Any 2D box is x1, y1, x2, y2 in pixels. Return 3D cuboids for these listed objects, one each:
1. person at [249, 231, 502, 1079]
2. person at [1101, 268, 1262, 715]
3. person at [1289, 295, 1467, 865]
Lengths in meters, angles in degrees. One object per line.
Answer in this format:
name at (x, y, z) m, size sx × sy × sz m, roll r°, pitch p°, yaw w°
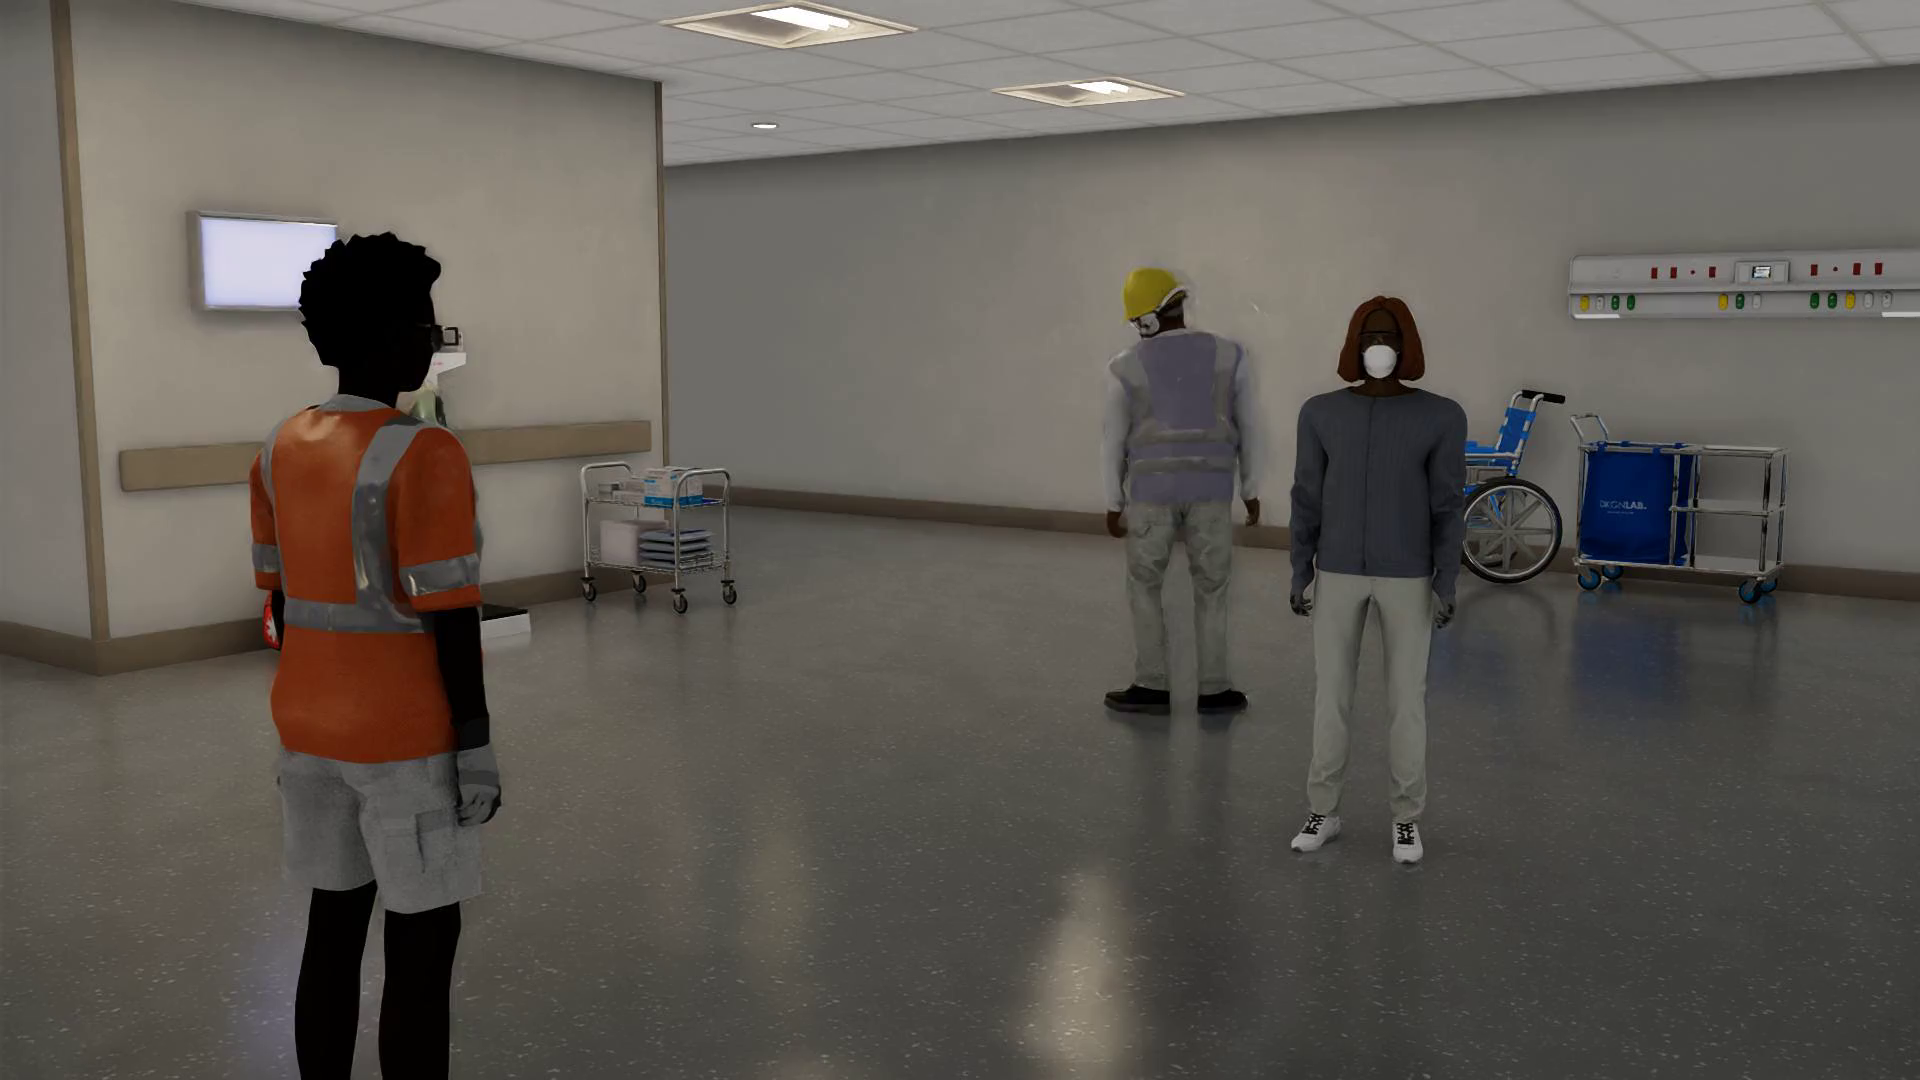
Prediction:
person at (-0.981, 0.332, 2.851) m, size 0.540 × 1.697 × 0.316 m, roll 5°, pitch 9°, yaw 35°
person at (0.886, -0.187, 6.691) m, size 0.644 × 1.790 × 0.407 m, roll 0°, pitch 7°, yaw 1°
person at (1.202, 0.115, 4.836) m, size 0.501 × 1.636 × 0.280 m, roll 3°, pitch 8°, yaw 23°
